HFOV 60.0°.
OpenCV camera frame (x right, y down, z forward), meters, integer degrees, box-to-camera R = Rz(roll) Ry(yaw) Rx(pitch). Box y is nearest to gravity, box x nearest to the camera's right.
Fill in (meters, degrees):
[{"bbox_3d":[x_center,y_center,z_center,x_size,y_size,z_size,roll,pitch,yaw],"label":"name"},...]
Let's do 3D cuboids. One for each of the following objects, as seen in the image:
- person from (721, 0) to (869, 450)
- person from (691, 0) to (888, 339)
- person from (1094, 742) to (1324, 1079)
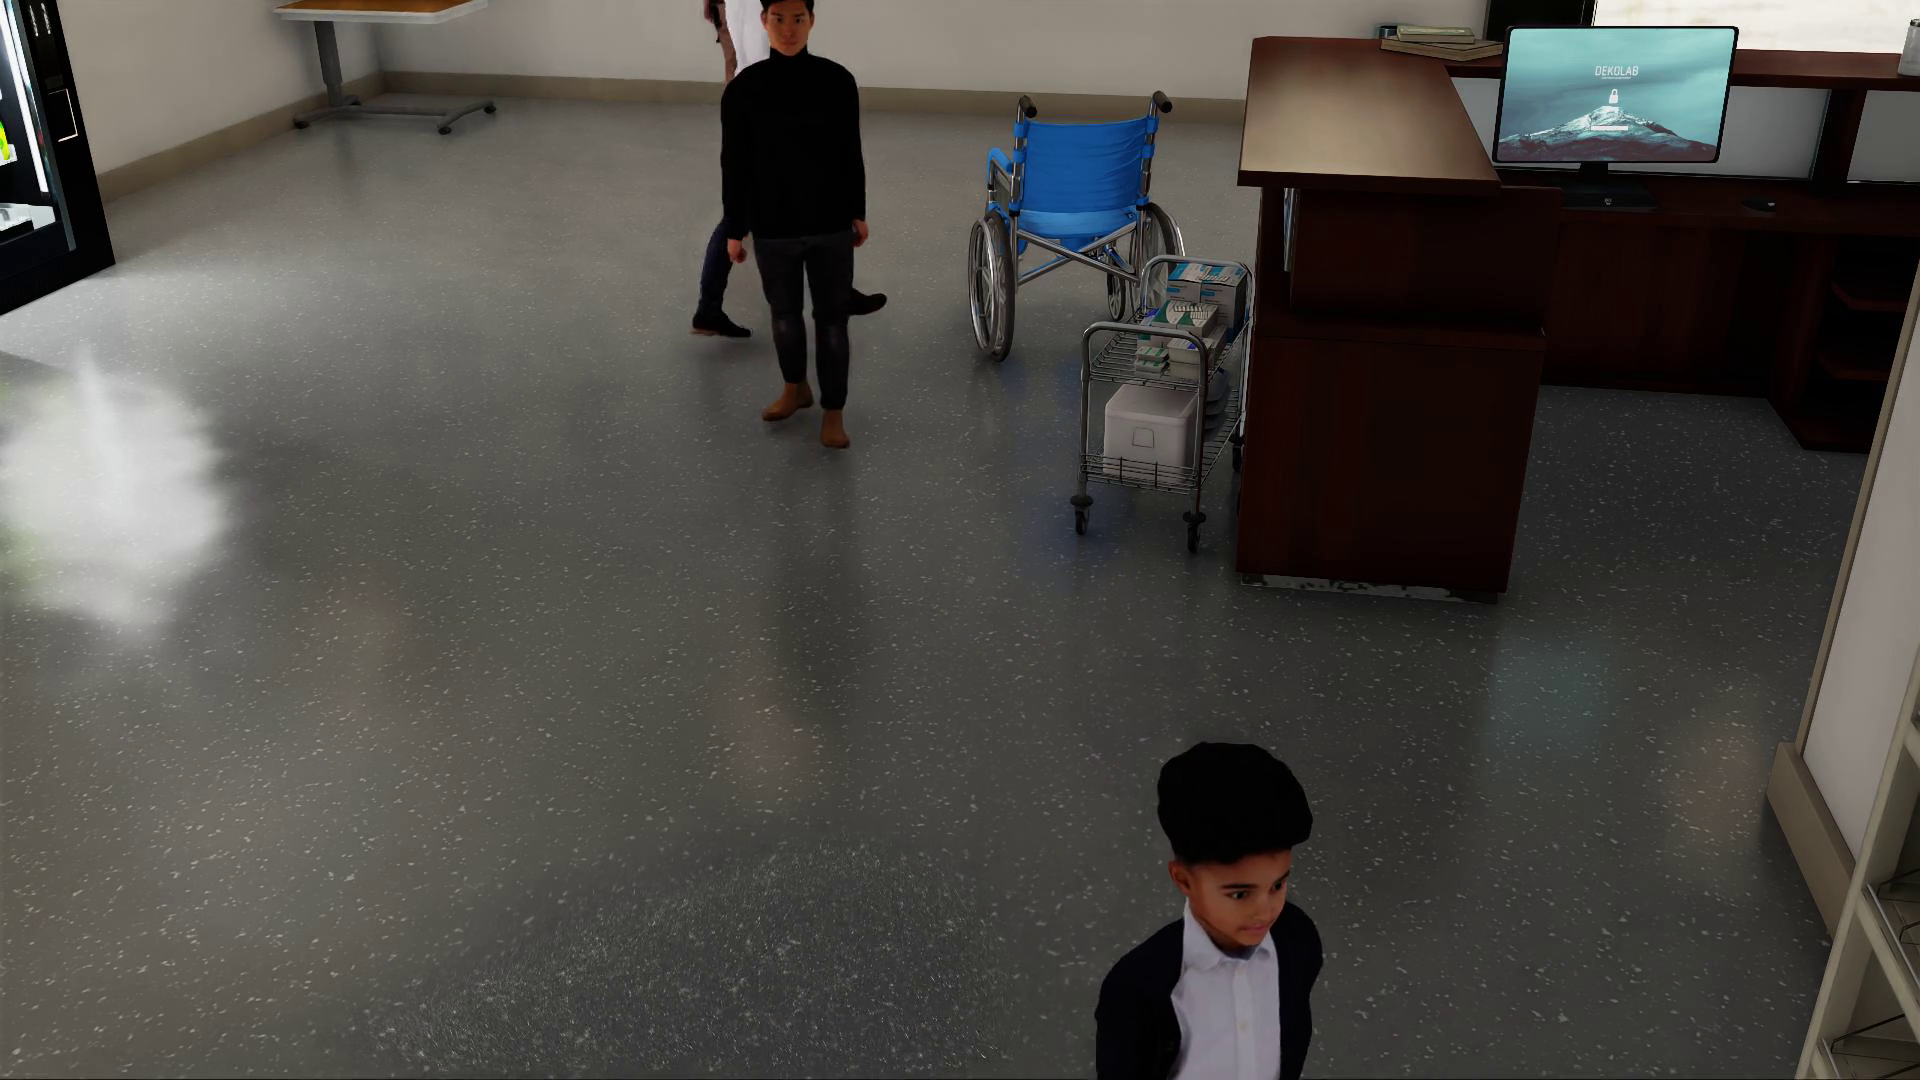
[{"bbox_3d":[-0.588,-1.204,6.122,0.783,1.694,0.973,0,26,1],"label":"person"},{"bbox_3d":[-0.888,-1.717,7.025,1.261,1.834,1.102,-22,33,-38],"label":"person"},{"bbox_3d":[0.317,0.809,2.480,0.706,1.192,0.892,-6,26,-13],"label":"person"}]
